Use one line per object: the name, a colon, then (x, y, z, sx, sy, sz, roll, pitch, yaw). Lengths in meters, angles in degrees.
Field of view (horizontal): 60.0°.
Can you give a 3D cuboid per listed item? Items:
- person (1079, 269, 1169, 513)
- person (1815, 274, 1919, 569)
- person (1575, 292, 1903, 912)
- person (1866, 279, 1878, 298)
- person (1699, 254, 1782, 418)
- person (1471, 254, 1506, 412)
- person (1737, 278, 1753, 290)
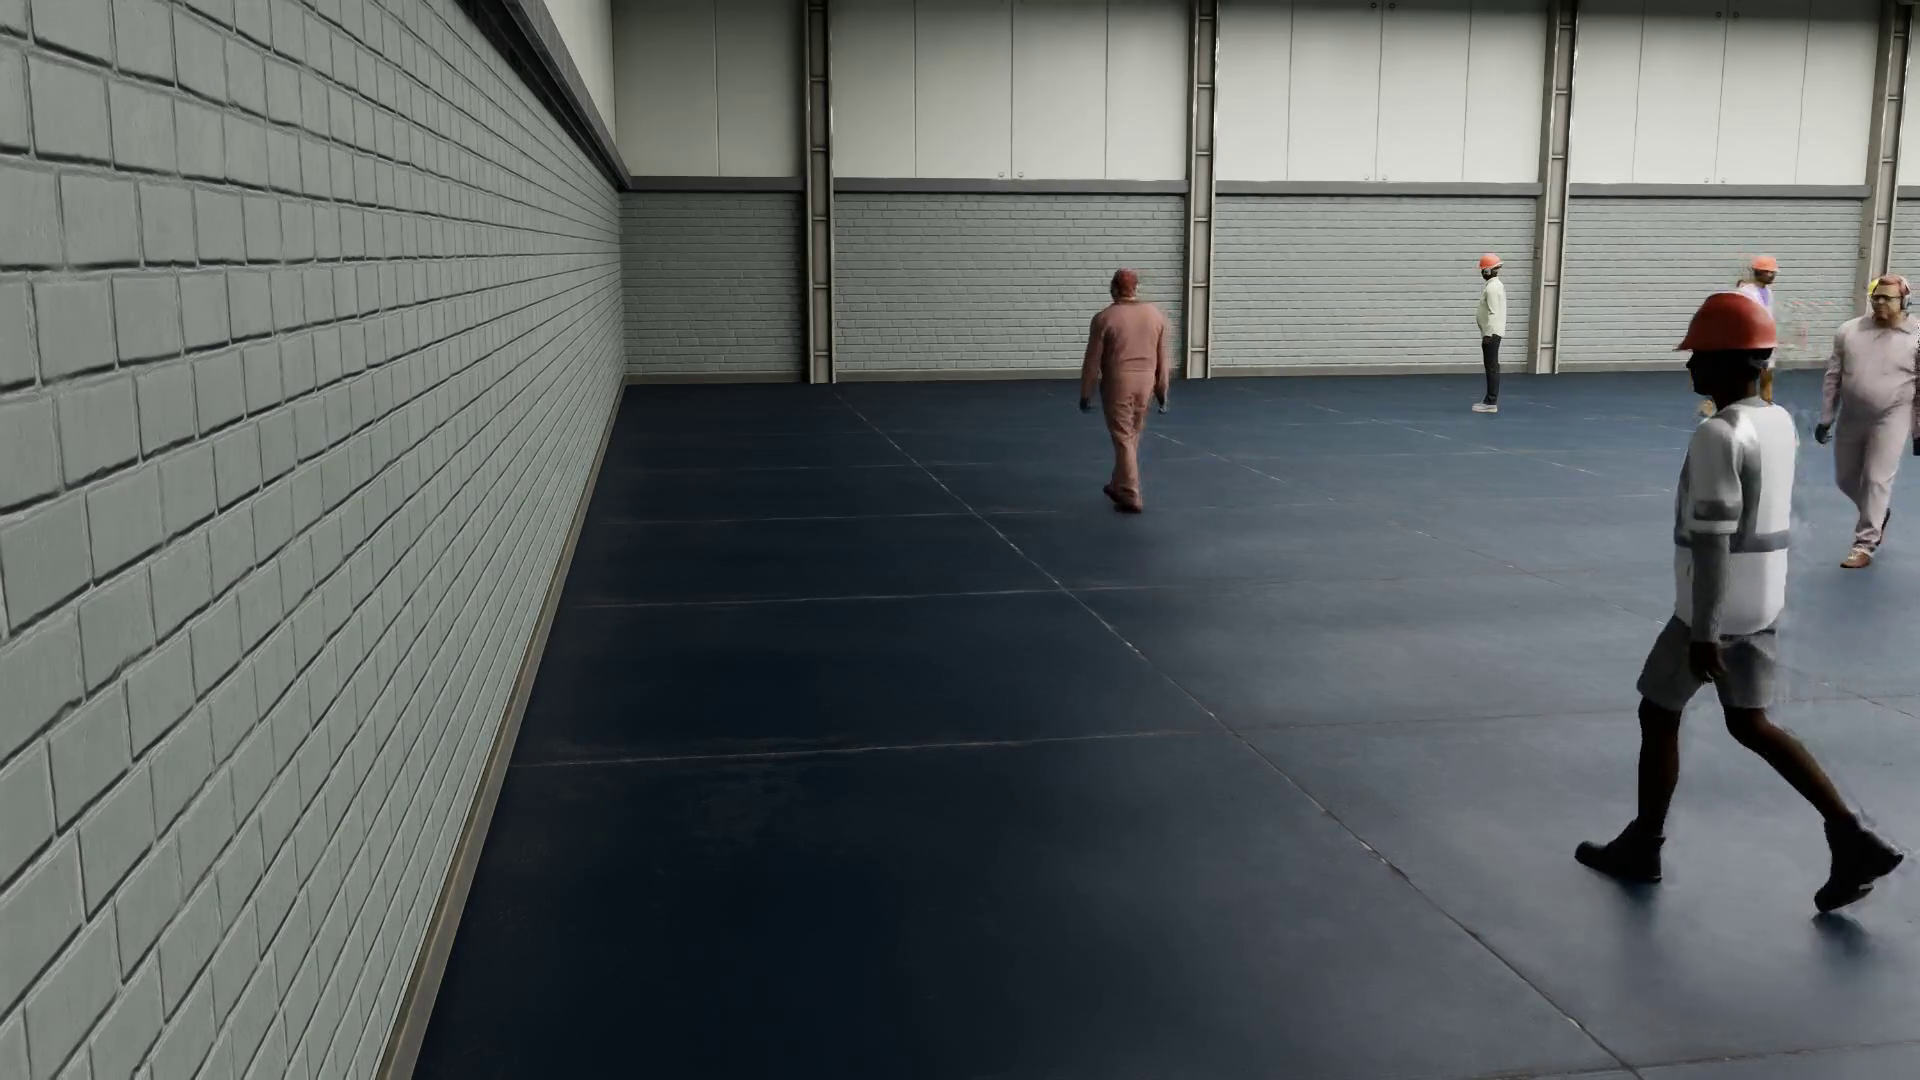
person: (1.234, -1.183, 13.124, 0.679, 1.868, 0.905, -4, 11, -24)
person: (5.963, -0.777, 10.783, 0.797, 1.883, 0.655, -8, 12, -38)
person: (2.437, 0.199, 5.114, 0.552, 1.912, 0.879, -9, 13, -41)
person: (9.752, -1.906, 17.696, 0.307, 1.736, 0.484, 4, 11, 22)
person: (9.154, -2.315, 19.332, 0.612, 1.998, 1.052, -6, 11, -29)
person: (6.686, -2.611, 21.015, 0.392, 1.991, 0.613, 4, 11, 23)
person: (11.290, -2.952, 23.988, 0.315, 1.640, 0.514, -5, 11, -29)
